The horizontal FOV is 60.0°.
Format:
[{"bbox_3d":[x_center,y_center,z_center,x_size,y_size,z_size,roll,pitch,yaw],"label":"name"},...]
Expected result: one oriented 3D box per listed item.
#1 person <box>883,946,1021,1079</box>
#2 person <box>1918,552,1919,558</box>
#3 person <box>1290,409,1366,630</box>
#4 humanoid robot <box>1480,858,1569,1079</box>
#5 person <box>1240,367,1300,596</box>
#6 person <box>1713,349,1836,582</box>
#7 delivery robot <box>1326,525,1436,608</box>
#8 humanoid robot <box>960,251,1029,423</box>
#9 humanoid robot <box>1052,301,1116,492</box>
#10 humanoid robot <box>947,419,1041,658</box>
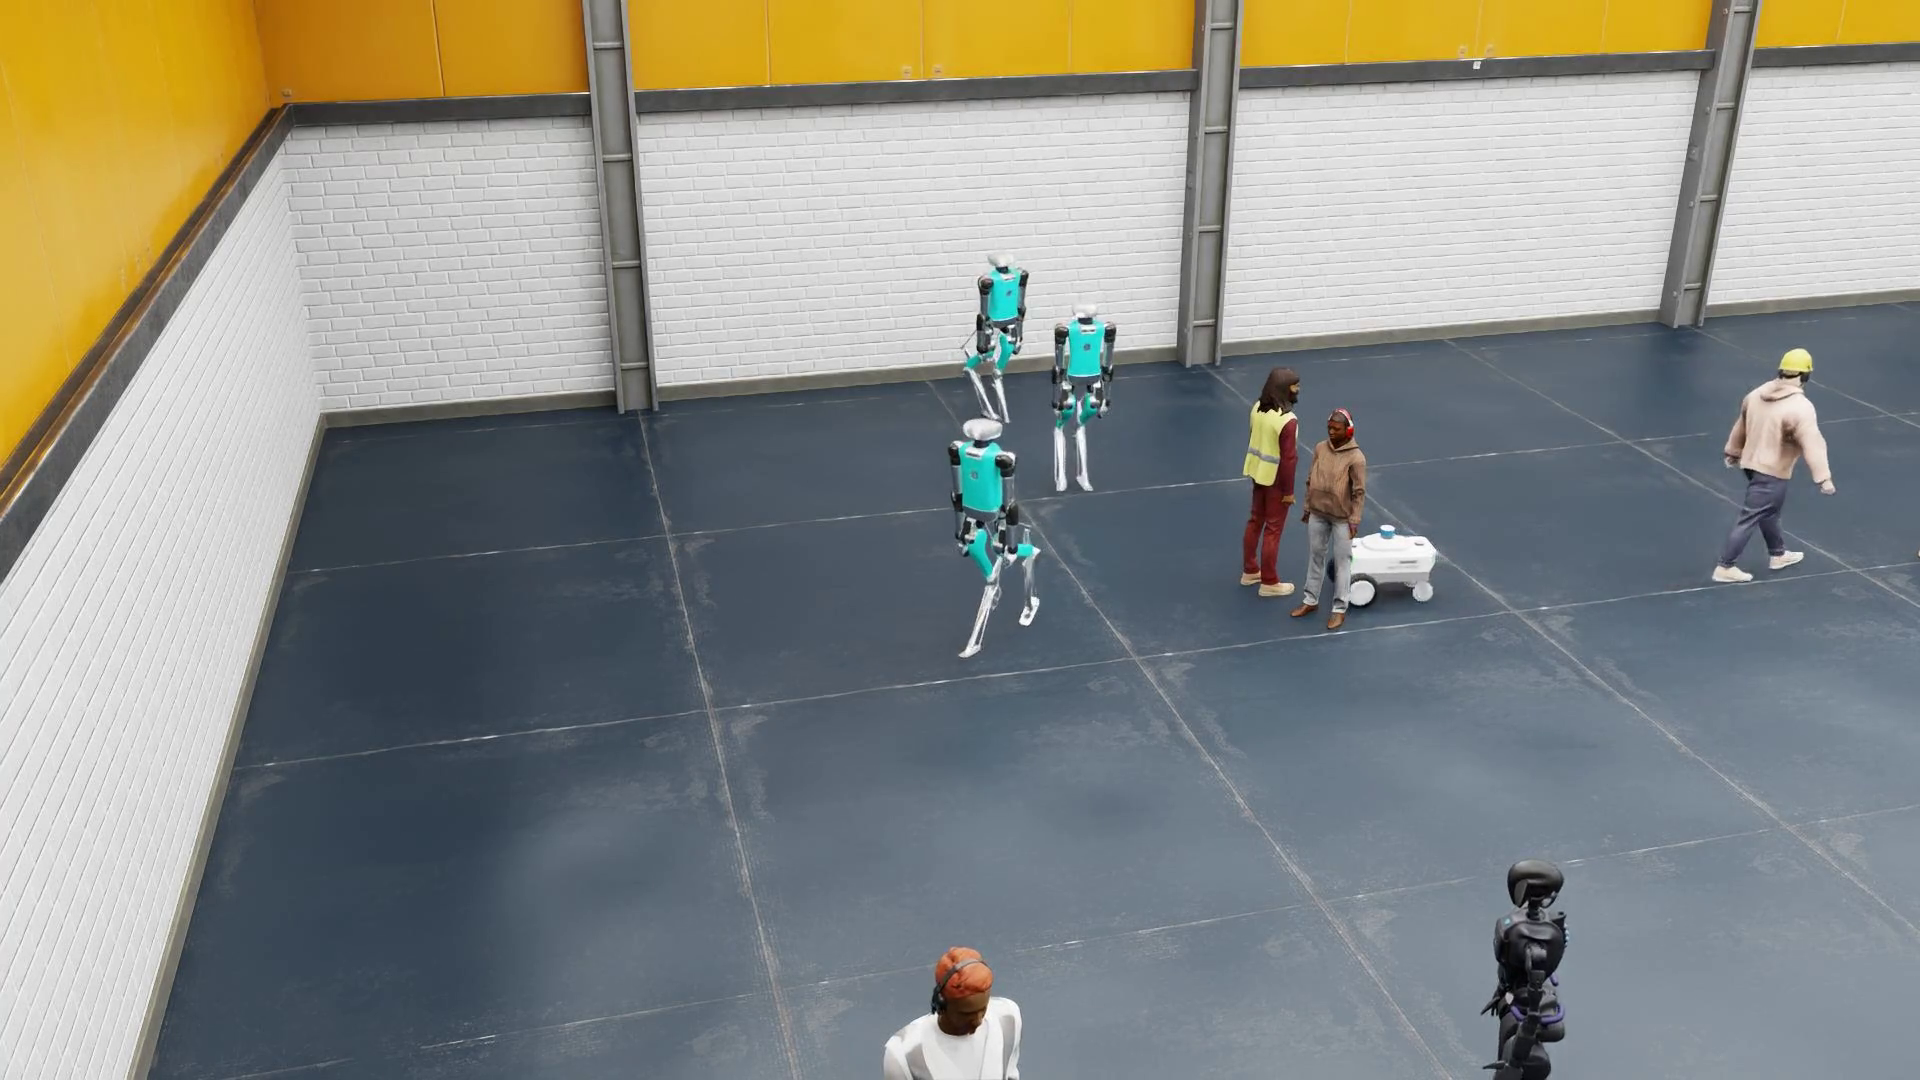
[{"bbox_3d":[-0.009,2.295,6.142,0.572,1.887,0.356,-15,28,-30],"label":"person"},{"bbox_3d":[7.878,-0.622,12.926,0.516,1.756,0.336,-11,26,-23],"label":"person"},{"bbox_3d":[2.698,-0.169,12.023,0.466,1.651,0.333,20,31,38],"label":"person"},{"bbox_3d":[2.388,2.030,6.993,0.402,1.643,0.586,4,24,8],"label":"humanoid robot"},{"bbox_3d":[2.328,-0.438,12.490,0.363,1.769,0.472,-10,26,-22],"label":"person"},{"bbox_3d":[6.283,-0.553,12.681,0.913,1.822,0.828,-3,24,-6],"label":"person"},{"bbox_3d":[3.185,0.183,12.593,0.779,0.597,0.499,-2,24,-3],"label":"delivery robot"},{"bbox_3d":[0.277,-1.905,15.936,0.558,1.834,0.777,-14,28,-29],"label":"humanoid robot"},{"bbox_3d":[1.005,-1.265,14.355,0.530,1.750,0.724,-4,24,-8],"label":"humanoid robot"},{"bbox_3d":[0.329,-0.083,11.801,0.535,1.785,1.017,16,28,32],"label":"humanoid robot"}]
